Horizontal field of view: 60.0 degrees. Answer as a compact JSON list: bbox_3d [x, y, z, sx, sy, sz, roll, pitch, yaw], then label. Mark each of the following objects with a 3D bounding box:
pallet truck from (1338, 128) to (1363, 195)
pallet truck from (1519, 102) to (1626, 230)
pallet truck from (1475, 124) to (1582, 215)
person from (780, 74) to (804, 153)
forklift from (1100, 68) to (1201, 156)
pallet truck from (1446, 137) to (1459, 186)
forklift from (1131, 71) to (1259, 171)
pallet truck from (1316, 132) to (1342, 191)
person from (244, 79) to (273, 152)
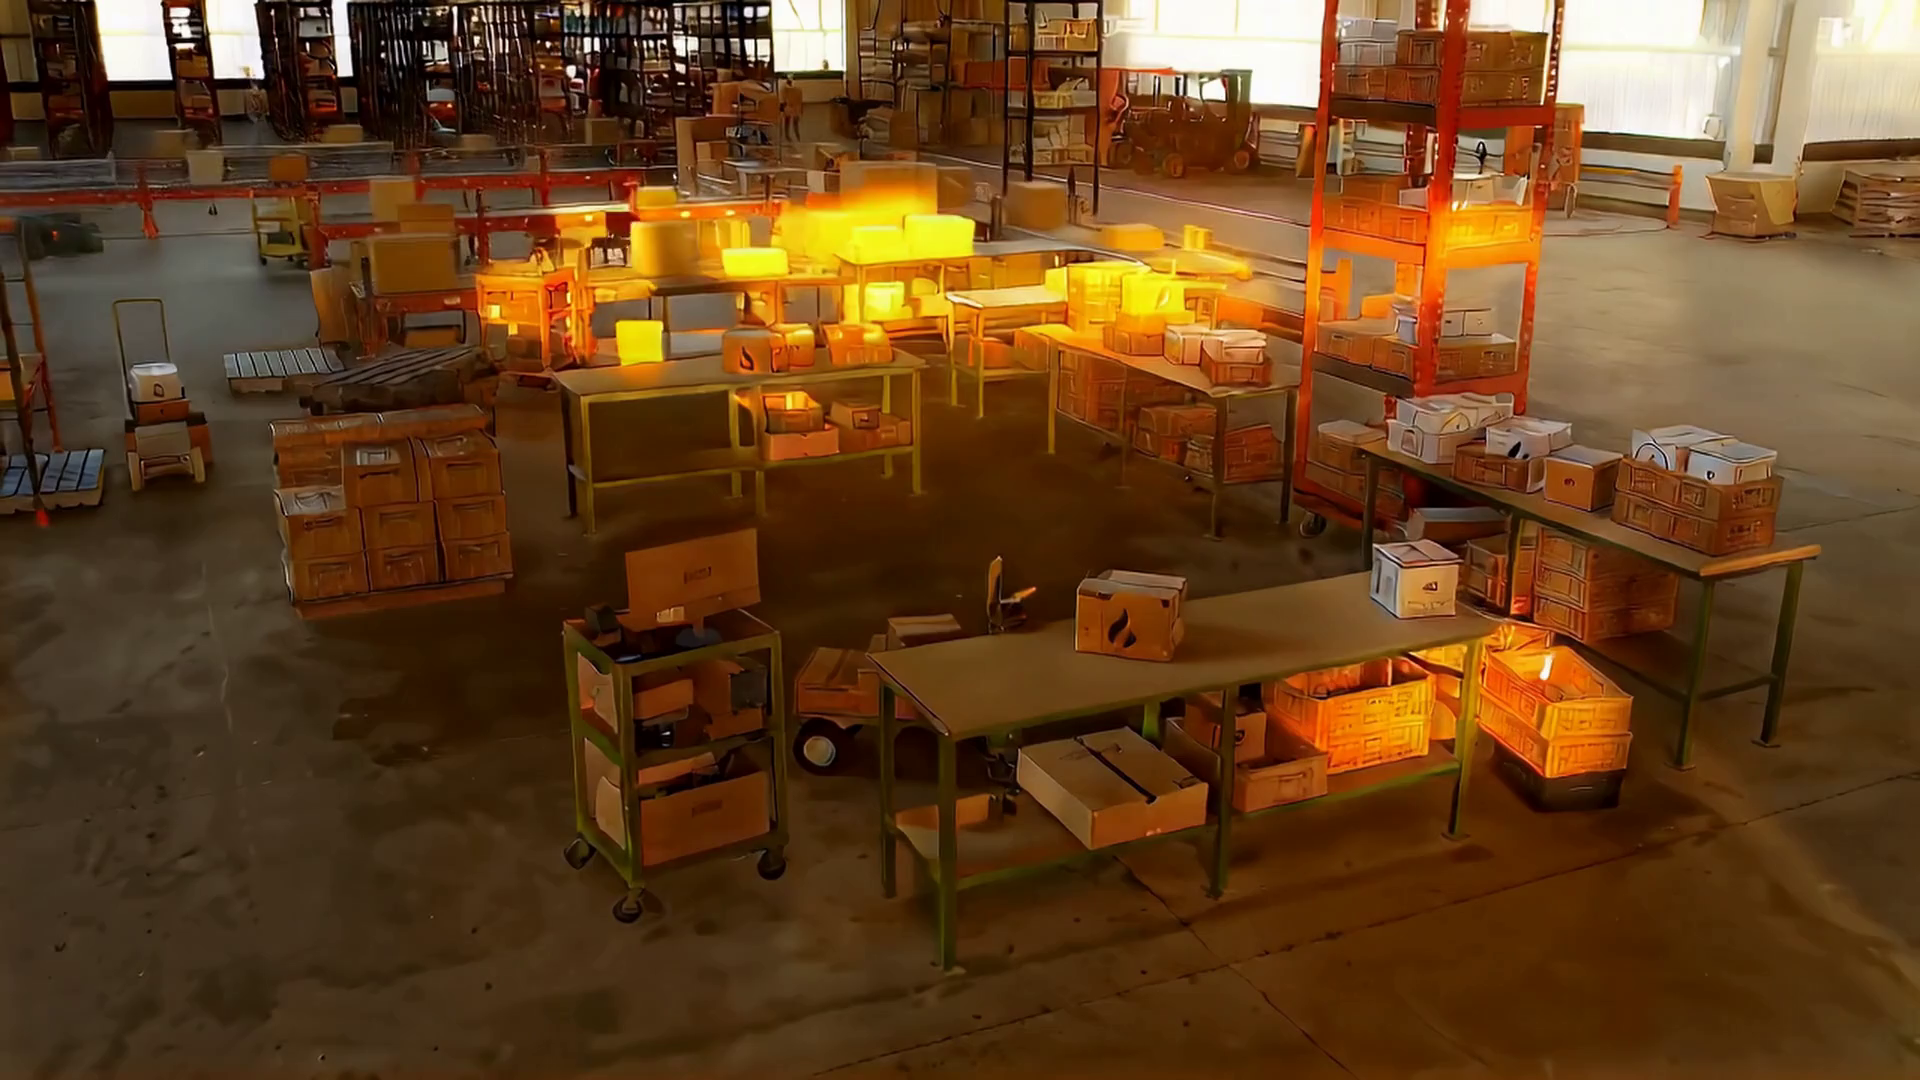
[{"bbox_3d":[7.845,-7.140,31.411,1.522,1.261,0.704,-9,20,-25],"label":"pallet truck"},{"bbox_3d":[9.972,-6.037,26.785,1.885,1.965,0.823,-9,20,-25],"label":"pallet truck"},{"bbox_3d":[9.707,-6.455,28.103,1.885,1.965,0.823,-7,19,-20],"label":"pallet truck"},{"bbox_3d":[-4.054,-10.206,39.994,0.623,1.958,0.973,2,18,7],"label":"person"},{"bbox_3d":[4.082,-9.564,37.410,2.680,1.987,1.157,-8,19,-23],"label":"forklift"},{"bbox_3d":[9.184,-6.485,29.328,1.630,1.274,0.653,-8,19,-23],"label":"pallet truck"},{"bbox_3d":[4.998,-8.936,35.413,2.680,1.987,1.157,-9,20,-25],"label":"forklift"},{"bbox_3d":[7.723,-7.504,32.656,1.601,1.201,0.680,-8,19,-23],"label":"pallet truck"},{"bbox_3d":[-17.087,-10.315,40.597,0.587,1.786,0.816,-9,20,-25],"label":"person"}]
